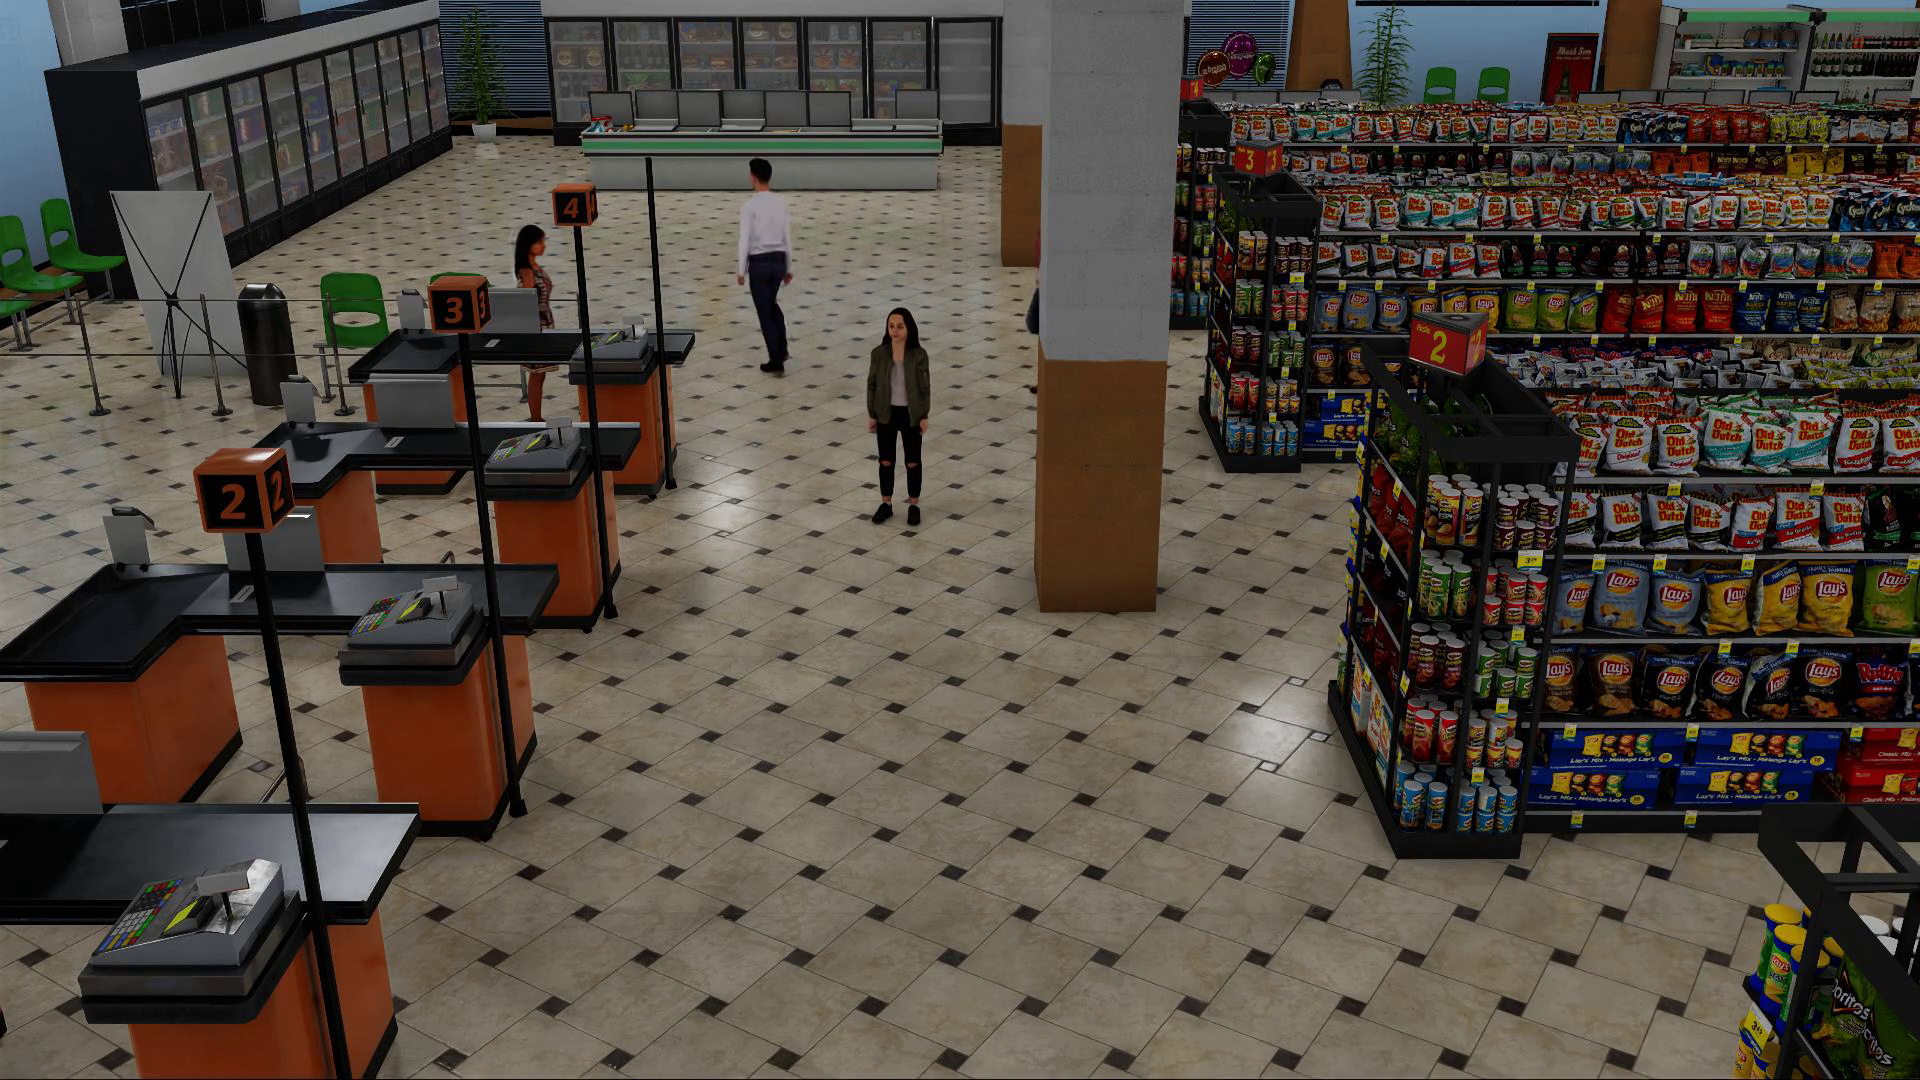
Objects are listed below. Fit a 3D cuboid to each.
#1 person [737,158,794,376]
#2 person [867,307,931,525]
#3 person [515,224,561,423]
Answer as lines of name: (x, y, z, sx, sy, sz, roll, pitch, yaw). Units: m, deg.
person: (-1.612, -2.335, 14.360, 0.759, 1.858, 0.820, -20, 29, -40)
person: (-0.404, -0.831, 11.131, 0.497, 1.475, 0.672, 4, 22, 9)
person: (-3.288, -1.619, 12.866, 0.603, 1.642, 0.694, -5, 22, -11)
